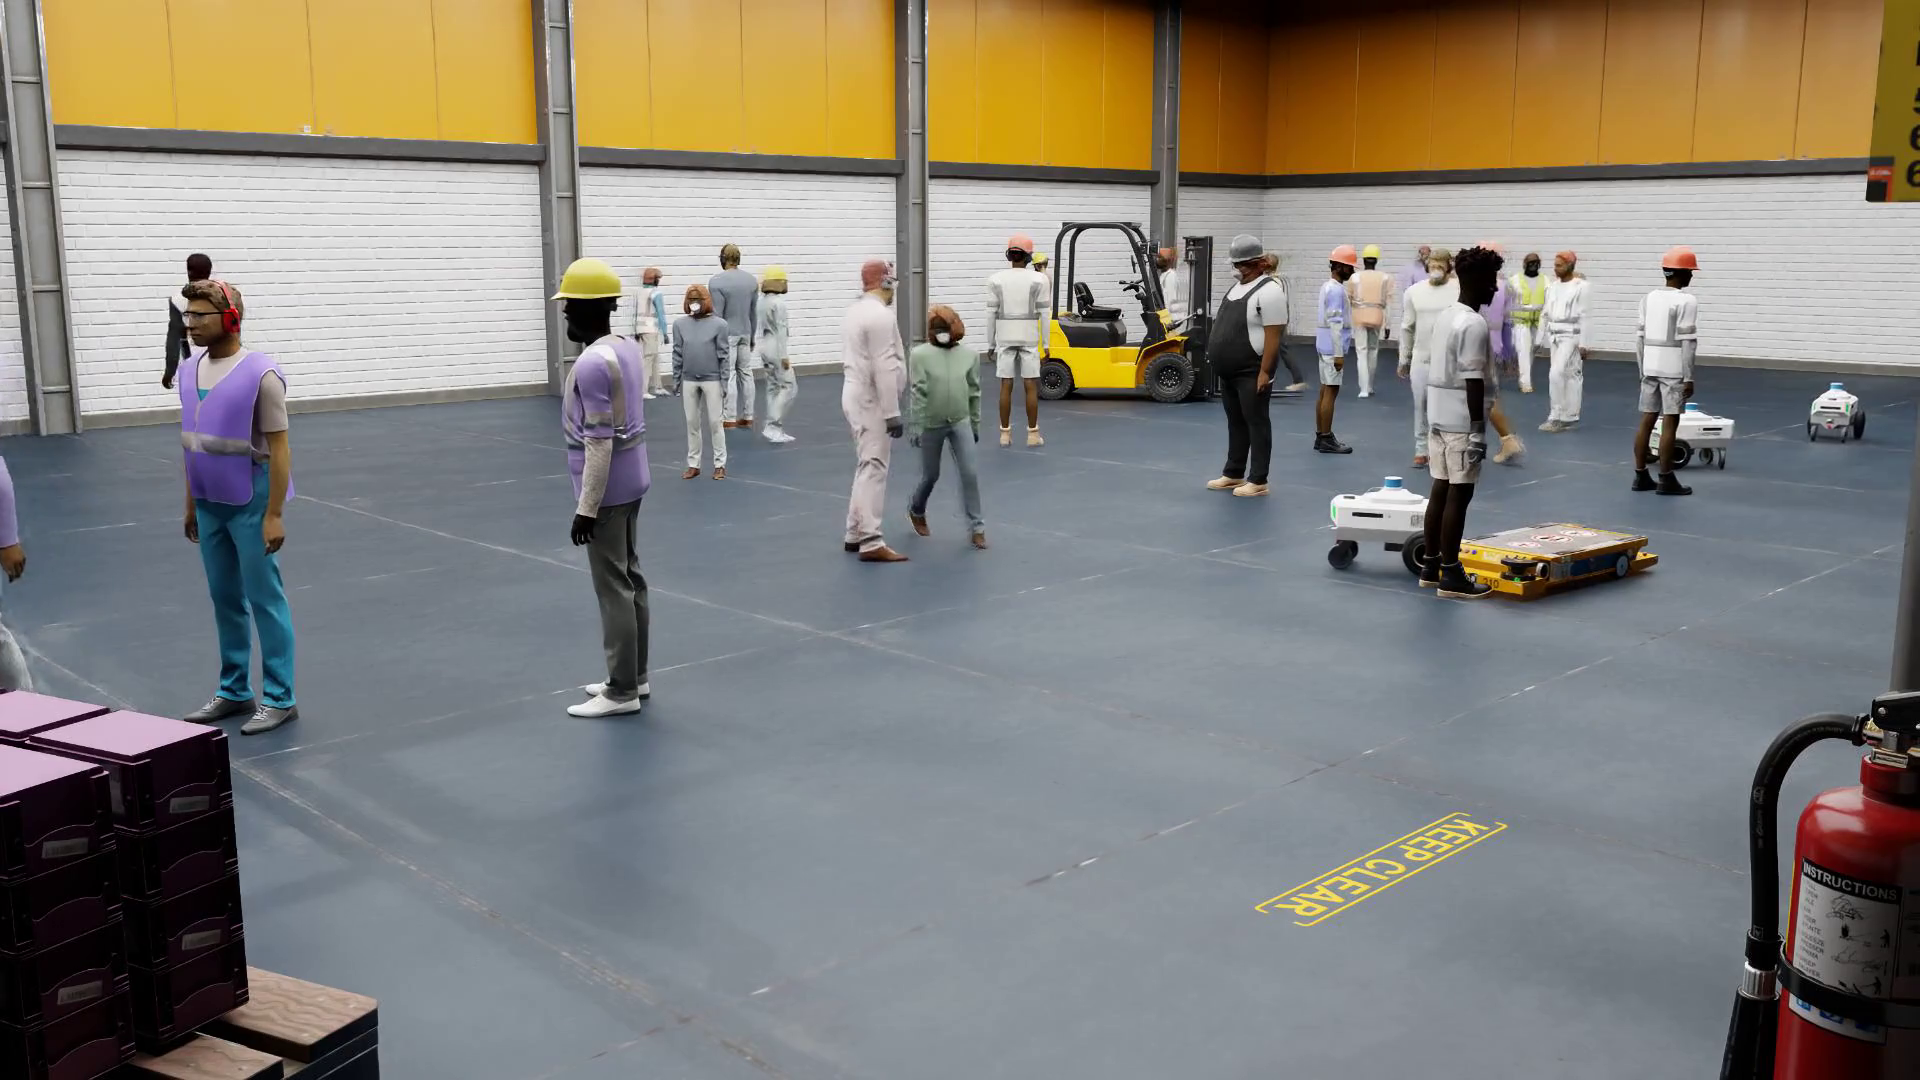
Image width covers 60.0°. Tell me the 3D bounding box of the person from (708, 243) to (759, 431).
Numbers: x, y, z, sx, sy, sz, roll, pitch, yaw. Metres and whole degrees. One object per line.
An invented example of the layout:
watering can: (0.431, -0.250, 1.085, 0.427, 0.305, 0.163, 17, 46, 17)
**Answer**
person: (-2.367, -2.107, 17.312, 0.363, 1.939, 0.636, 9, 14, 39)

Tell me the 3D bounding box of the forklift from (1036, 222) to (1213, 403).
forklift: (1.935, -2.847, 20.651, 2.313, 2.155, 1.214, 2, 11, 13)

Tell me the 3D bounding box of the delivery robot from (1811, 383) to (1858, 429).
delivery robot: (8.679, -1.312, 16.497, 0.477, 0.478, 0.707, 7, 13, 33)

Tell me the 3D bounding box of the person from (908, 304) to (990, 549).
person: (-0.117, -0.762, 10.954, 0.511, 1.592, 0.752, -3, 11, -17)

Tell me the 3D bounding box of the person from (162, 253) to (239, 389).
person: (-6.255, -1.446, 13.868, 0.920, 1.887, 0.600, 6, 12, 28)

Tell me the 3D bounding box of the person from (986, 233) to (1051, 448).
person: (0.564, -1.900, 15.898, 0.615, 2.040, 0.391, 2, 11, 11)

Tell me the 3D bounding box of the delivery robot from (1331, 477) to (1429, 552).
delivery robot: (2.623, -0.142, 10.115, 0.707, 0.478, 0.477, 4, 11, 21)

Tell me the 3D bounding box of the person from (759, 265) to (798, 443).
person: (-1.766, -1.800, 16.189, 0.352, 1.733, 0.536, -6, 12, -28)

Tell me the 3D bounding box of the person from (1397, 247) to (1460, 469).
person: (4.143, -1.578, 14.467, 0.646, 1.921, 0.474, 7, 13, 35)

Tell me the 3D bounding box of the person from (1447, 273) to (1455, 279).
person: (5.430, -2.204, 18.672, 0.266, 1.631, 0.507, -5, 11, -25)

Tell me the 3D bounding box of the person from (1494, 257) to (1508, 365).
person: (8.372, -3.606, 26.147, 0.316, 1.695, 0.541, -10, 14, -43)

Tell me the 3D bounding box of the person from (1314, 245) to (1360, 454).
person: (3.515, -1.773, 15.523, 0.374, 1.927, 0.542, 1, 10, 4)

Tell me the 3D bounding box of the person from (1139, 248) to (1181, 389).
person: (2.563, -2.867, 21.723, 0.886, 1.847, 0.580, -2, 11, -8)

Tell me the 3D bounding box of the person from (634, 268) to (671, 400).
person: (-3.760, -2.553, 20.591, 0.663, 1.612, 0.556, -9, 14, -40)

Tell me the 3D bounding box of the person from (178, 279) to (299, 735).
person: (-2.960, -0.136, 6.819, 0.569, 1.845, 0.384, 5, 12, 28)

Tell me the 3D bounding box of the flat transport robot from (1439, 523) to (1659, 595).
flat transport robot: (3.464, 0.095, 9.855, 1.431, 0.197, 0.652, -8, 13, -38)

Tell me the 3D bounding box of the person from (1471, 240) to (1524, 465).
person: (4.675, -1.667, 14.832, 0.635, 1.982, 1.014, -6, 12, -29)

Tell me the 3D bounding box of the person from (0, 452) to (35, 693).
person: (-3.771, -0.005, 5.936, 0.655, 1.898, 0.946, 7, 12, 33)

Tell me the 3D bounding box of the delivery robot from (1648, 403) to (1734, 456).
delivery robot: (6.388, -0.960, 14.579, 0.707, 0.478, 0.477, -2, 11, -8)

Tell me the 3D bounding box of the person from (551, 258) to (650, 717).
person: (-1.505, -0.213, 7.012, 0.371, 1.929, 0.585, 1, 10, 3)

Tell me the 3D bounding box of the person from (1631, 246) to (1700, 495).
person: (5.552, -1.321, 13.027, 0.378, 1.936, 0.548, -4, 11, -20)

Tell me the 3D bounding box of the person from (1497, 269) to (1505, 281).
person: (6.886, -2.984, 22.178, 0.636, 1.911, 0.406, 10, 14, 44)

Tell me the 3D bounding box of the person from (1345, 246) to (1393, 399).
person: (5.094, -2.741, 20.925, 0.591, 1.886, 0.944, 0, 10, 0)

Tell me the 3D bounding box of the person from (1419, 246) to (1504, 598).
person: (2.822, -0.663, 9.362, 0.361, 1.962, 0.612, -1, 10, -3)

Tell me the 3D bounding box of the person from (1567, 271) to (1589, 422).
person: (6.684, -2.103, 18.117, 0.309, 1.637, 0.513, 4, 11, 22)

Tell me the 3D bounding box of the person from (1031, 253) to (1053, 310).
person: (1.231, -3.463, 25.200, 0.320, 1.762, 0.522, 4, 11, 23)

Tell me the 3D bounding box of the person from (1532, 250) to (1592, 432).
person: (6.127, -2.035, 17.133, 0.673, 1.861, 0.595, -3, 11, -18)

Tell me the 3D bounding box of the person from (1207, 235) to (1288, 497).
person: (2.198, -1.362, 12.973, 0.535, 2.000, 0.674, -4, 11, -20)

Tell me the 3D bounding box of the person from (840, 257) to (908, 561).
person: (-0.531, -0.821, 10.453, 0.398, 1.894, 0.661, -3, 11, -16)

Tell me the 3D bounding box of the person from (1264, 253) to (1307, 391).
person: (4.081, -2.812, 21.566, 0.971, 1.799, 0.523, 2, 11, 12)

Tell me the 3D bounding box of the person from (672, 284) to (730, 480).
person: (-2.148, -1.307, 13.810, 0.502, 1.627, 0.282, 2, 11, 12)

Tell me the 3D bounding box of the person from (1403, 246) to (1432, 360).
person: (7.395, -3.786, 26.712, 0.662, 1.860, 1.004, -2, 11, -12)

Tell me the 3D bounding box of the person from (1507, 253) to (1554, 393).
person: (7.425, -2.828, 21.653, 0.637, 1.797, 0.959, 1, 10, 3)
